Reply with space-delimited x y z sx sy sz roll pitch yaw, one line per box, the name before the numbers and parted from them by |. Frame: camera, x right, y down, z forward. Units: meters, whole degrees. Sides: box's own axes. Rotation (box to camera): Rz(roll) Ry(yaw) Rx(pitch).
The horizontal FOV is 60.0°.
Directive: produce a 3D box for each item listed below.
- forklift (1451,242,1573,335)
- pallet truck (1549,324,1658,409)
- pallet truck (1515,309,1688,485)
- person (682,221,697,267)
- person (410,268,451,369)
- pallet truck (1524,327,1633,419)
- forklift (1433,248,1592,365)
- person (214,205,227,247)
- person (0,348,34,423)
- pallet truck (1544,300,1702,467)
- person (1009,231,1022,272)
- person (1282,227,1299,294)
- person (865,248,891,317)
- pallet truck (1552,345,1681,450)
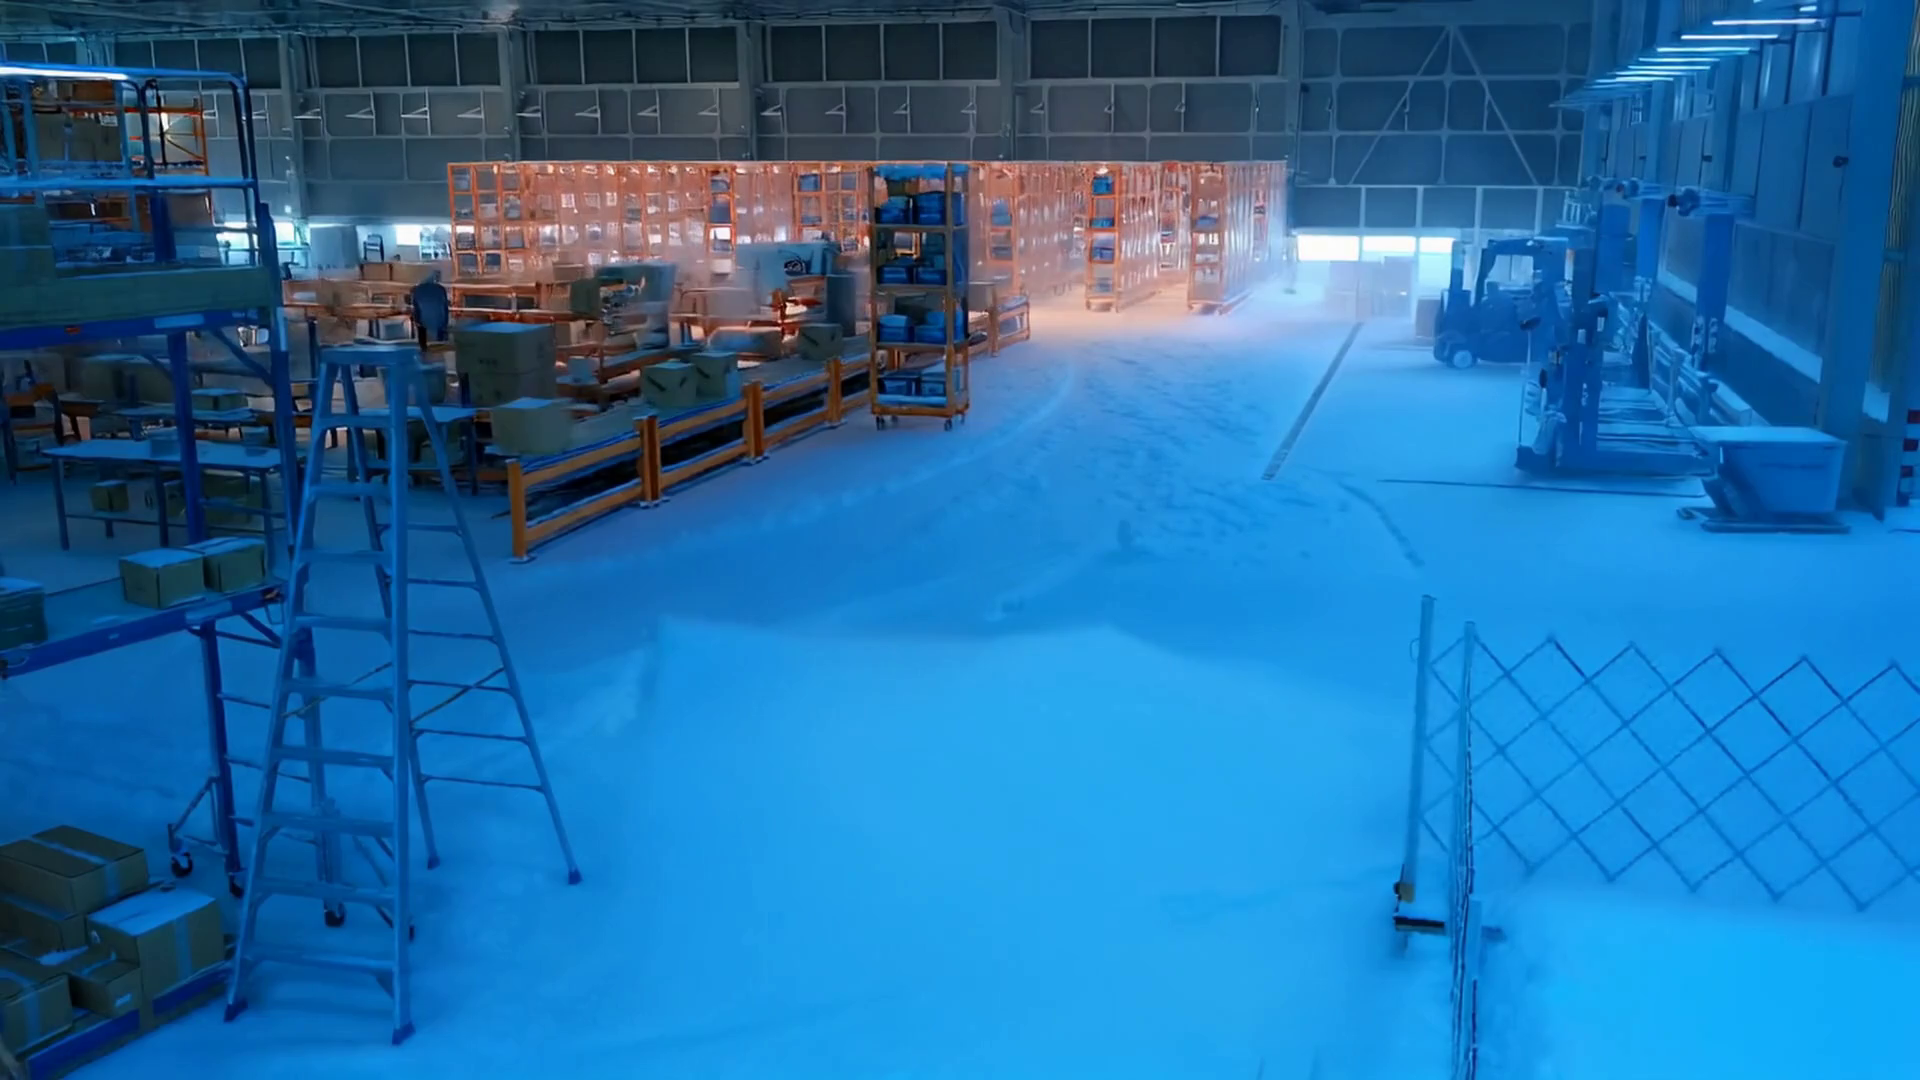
forklift | 10.464 -4.597 31.405 2.680 1.987 1.157 4 14 16
pallet truck | 9.824 -2.669 25.407 1.601 1.201 0.680 4 14 16
pallet truck | 7.554 -1.677 19.446 1.885 1.965 0.823 3 13 14
person | -8.473 -9.138 52.076 0.614 1.810 0.604 5 14 19
person | -9.160 -3.750 28.778 0.658 1.873 1.009 -6 14 -24
pallet truck | 9.065 -2.460 24.370 1.522 1.261 0.704 3 13 14
forklift | 9.780 -4.111 29.280 2.680 1.987 1.157 3 13 14
person | -30.699 -13.005 68.914 0.346 1.746 0.573 3 13 14
person | -13.549 -2.625 23.722 0.591 1.925 0.471 -12 17 -41
pallet truck | 8.263 -1.952 20.631 1.885 1.965 0.823 5 14 20
person | 1.739 -8.326 48.289 1.037 1.933 0.631 10 17 38
person | 9.144 -7.693 45.775 0.437 1.835 0.560 5 14 20
person | -1.754 -5.736 37.553 0.864 1.733 0.518 5 14 20
pallet truck | 8.641 -1.896 21.908 1.630 1.274 0.653 4 14 16
